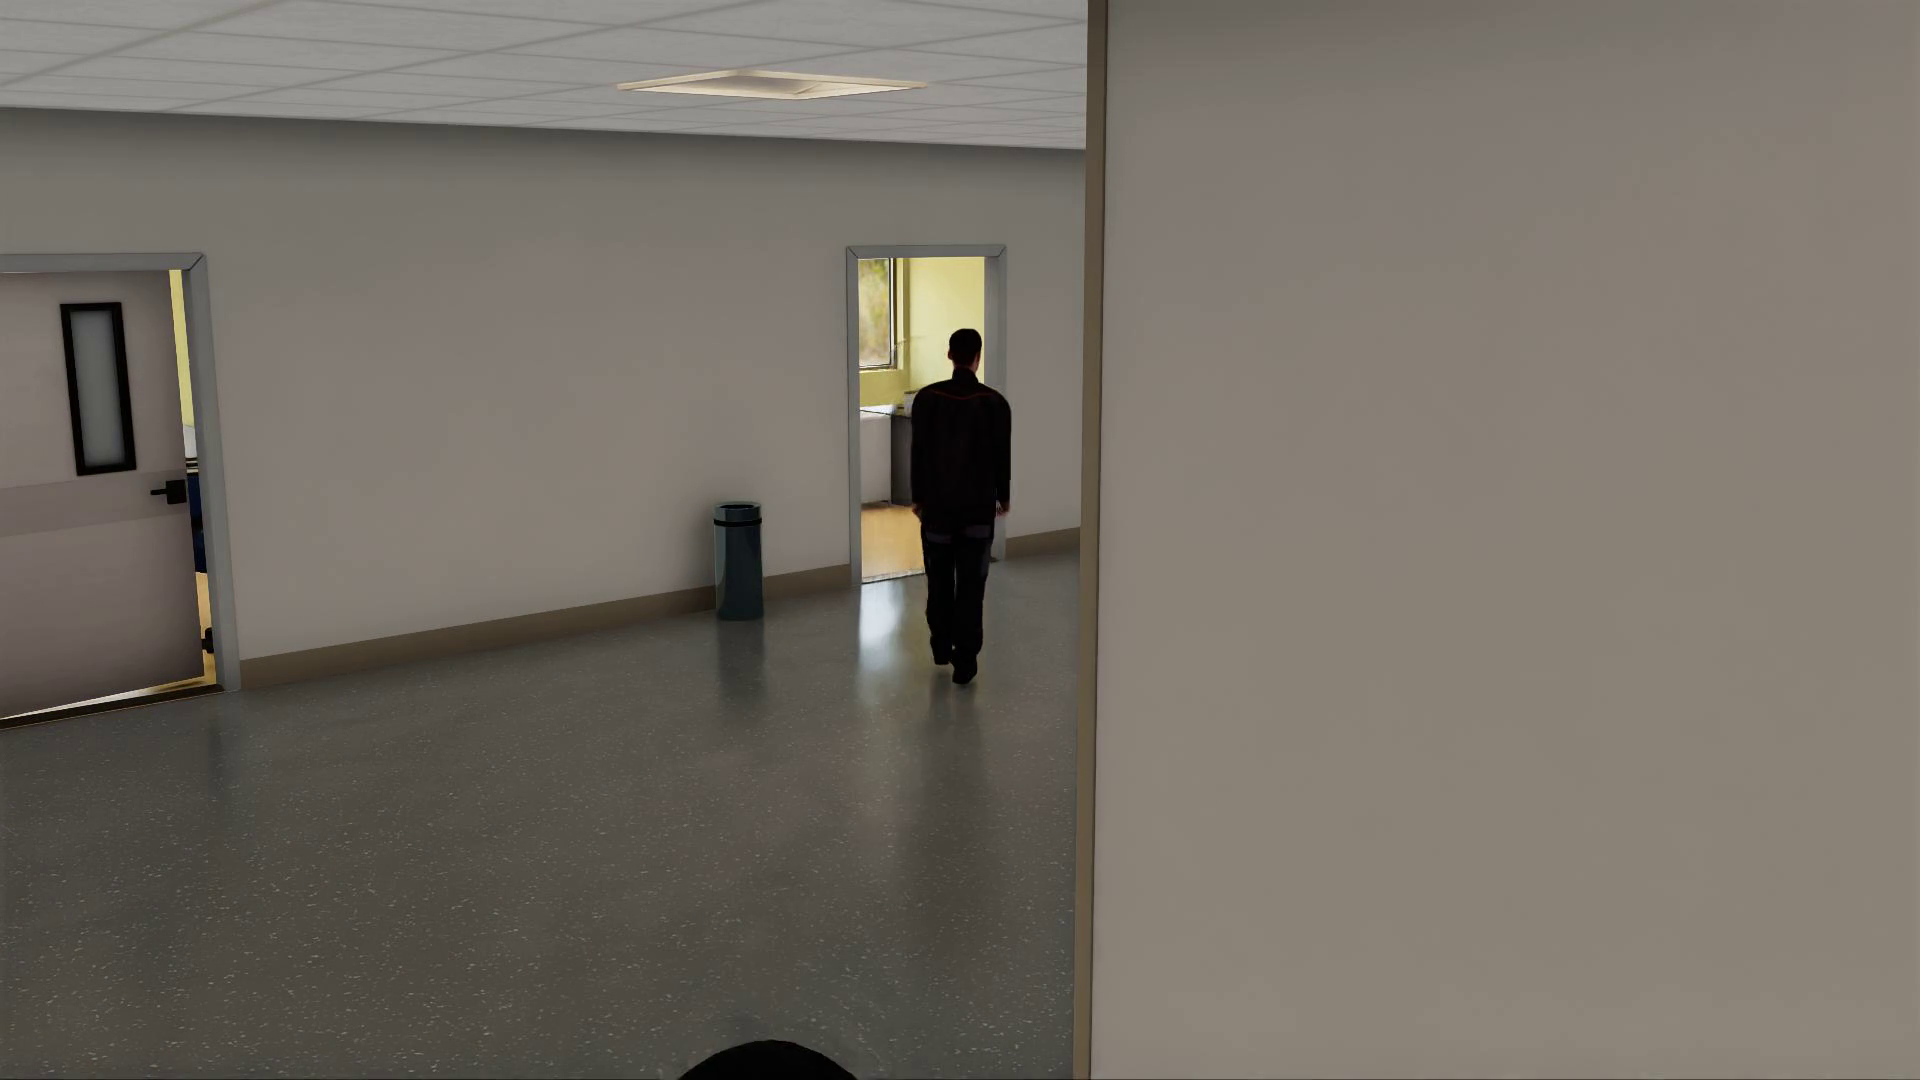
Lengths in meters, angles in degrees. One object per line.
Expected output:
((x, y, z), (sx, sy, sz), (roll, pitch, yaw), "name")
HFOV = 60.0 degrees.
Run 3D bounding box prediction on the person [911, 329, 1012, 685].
((-0.019, -0.163, 8.905), (0.921, 1.888, 0.986), (2, 11, 9), "person")
